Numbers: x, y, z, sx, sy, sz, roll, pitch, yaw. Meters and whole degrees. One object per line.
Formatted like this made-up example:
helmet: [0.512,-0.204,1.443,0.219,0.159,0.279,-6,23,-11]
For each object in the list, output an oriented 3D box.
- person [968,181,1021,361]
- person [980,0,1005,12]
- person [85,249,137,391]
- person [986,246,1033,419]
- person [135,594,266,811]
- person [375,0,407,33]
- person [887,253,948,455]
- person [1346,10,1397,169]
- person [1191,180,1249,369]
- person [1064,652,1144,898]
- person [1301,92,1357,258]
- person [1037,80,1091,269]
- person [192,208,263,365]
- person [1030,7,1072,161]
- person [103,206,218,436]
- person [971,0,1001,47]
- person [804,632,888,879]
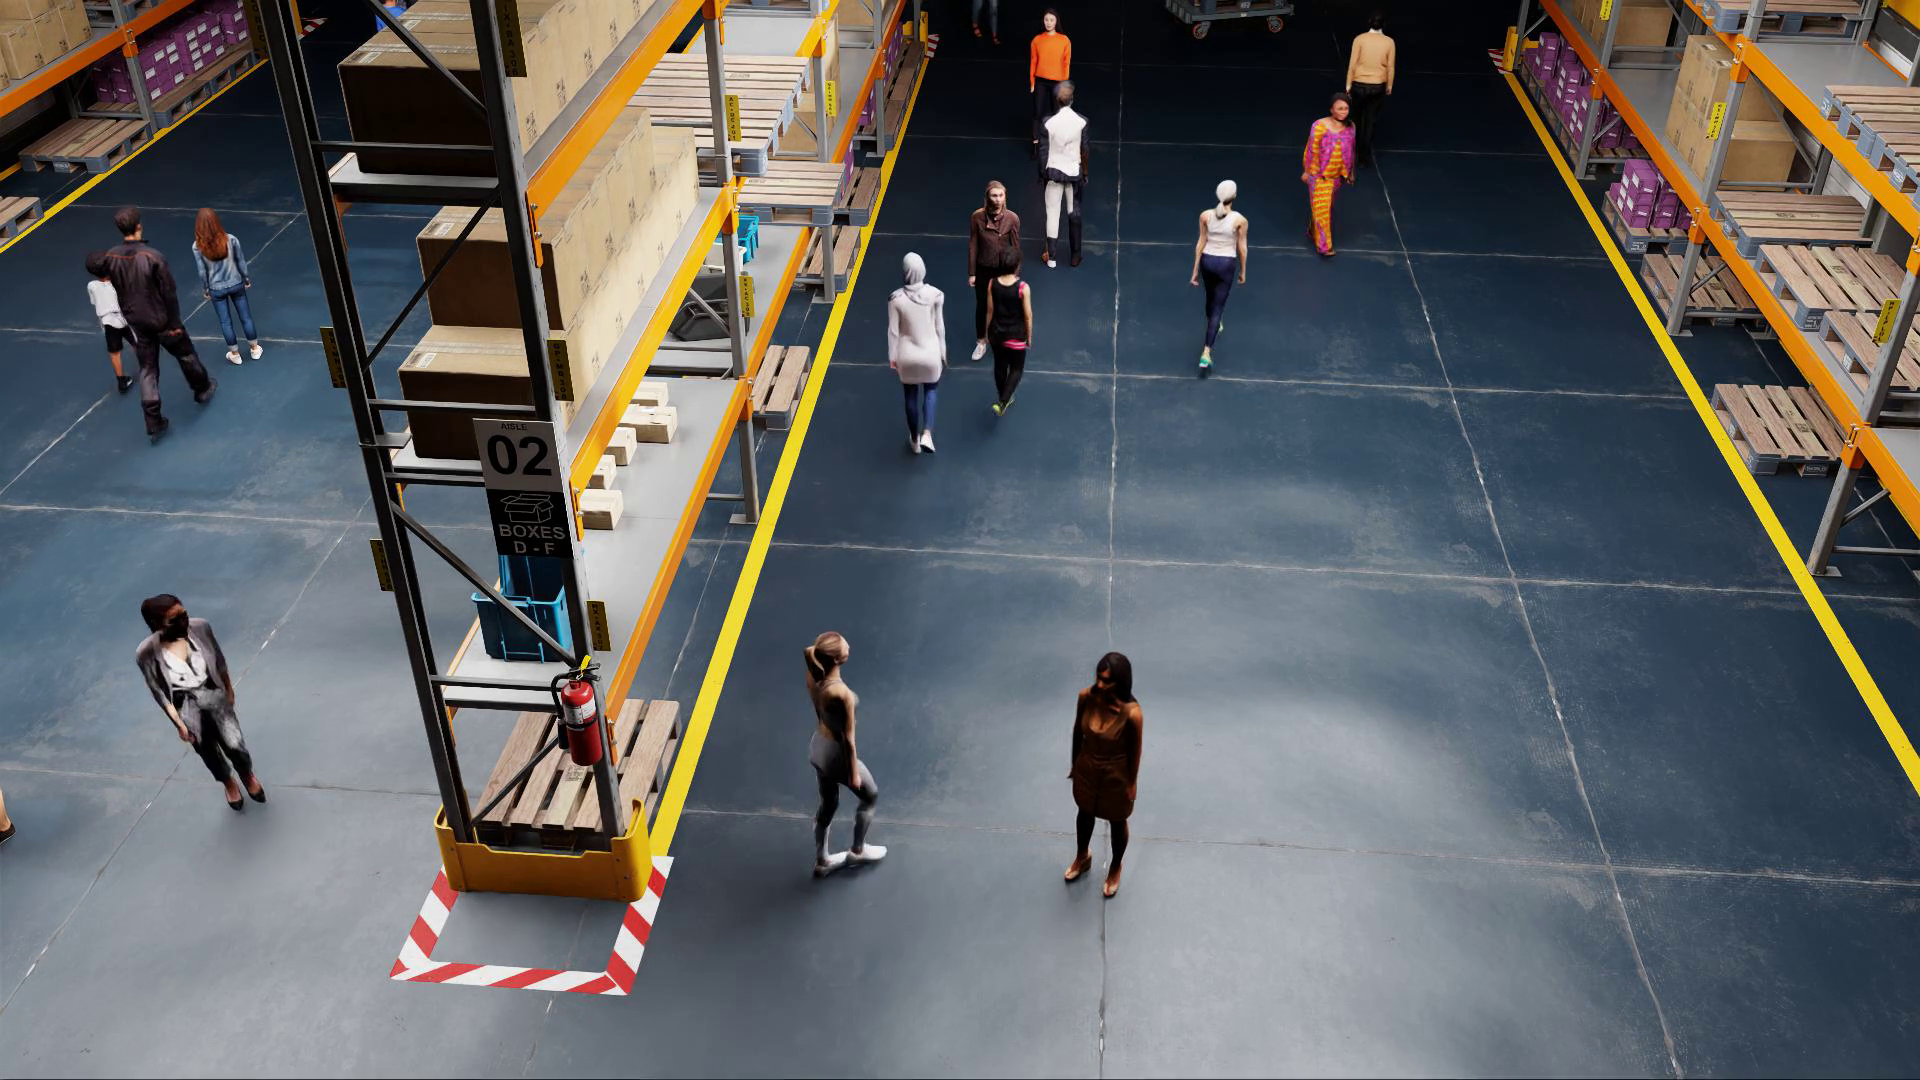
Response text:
person: [0.307,-2.423,14.965,0.608,1.703,0.490,4,34,6]
person: [0.480,-8.624,24.325,0.828,1.668,1.083,9,35,14]
person: [-7.447,-1.910,14.626,0.600,1.225,0.906,-3,34,-5]
person: [0.373,-1.718,14.056,0.724,1.535,0.915,11,35,16]
person: [-4.585,0.961,9.920,0.729,1.652,0.781,-25,41,-32]
person: [-6.615,-5.670,19.700,0.626,1.869,0.586,6,34,9]
person: [-0.331,-1.436,13.426,0.679,1.763,0.795,-2,34,-2]
person: [4.670,-5.123,19.026,0.808,1.705,1.204,8,34,12]
person: [2.291,-2.336,14.884,0.883,1.648,1.272,13,36,19]
person: [0.822,1.310,9.361,0.639,1.690,0.651,20,39,27]
person: [3.760,-3.817,17.087,0.930,1.676,1.126,-11,35,-16]
person: [1.035,-3.650,16.640,0.694,1.892,0.613,-1,34,-1]
person: [-6.608,-2.291,14.971,0.640,1.477,0.674,-18,38,-25]
person: [1.030,-5.264,19.198,0.607,1.748,0.528,3,34,4]
person: [-6.772,-1.787,13.833,0.783,1.896,1.235,0,34,0]
person: [0.325,-7.690,22.951,0.946,1.634,1.200,-12,35,-17]
person: [-0.774,1.270,9.421,0.830,1.690,0.770,-24,41,-32]
